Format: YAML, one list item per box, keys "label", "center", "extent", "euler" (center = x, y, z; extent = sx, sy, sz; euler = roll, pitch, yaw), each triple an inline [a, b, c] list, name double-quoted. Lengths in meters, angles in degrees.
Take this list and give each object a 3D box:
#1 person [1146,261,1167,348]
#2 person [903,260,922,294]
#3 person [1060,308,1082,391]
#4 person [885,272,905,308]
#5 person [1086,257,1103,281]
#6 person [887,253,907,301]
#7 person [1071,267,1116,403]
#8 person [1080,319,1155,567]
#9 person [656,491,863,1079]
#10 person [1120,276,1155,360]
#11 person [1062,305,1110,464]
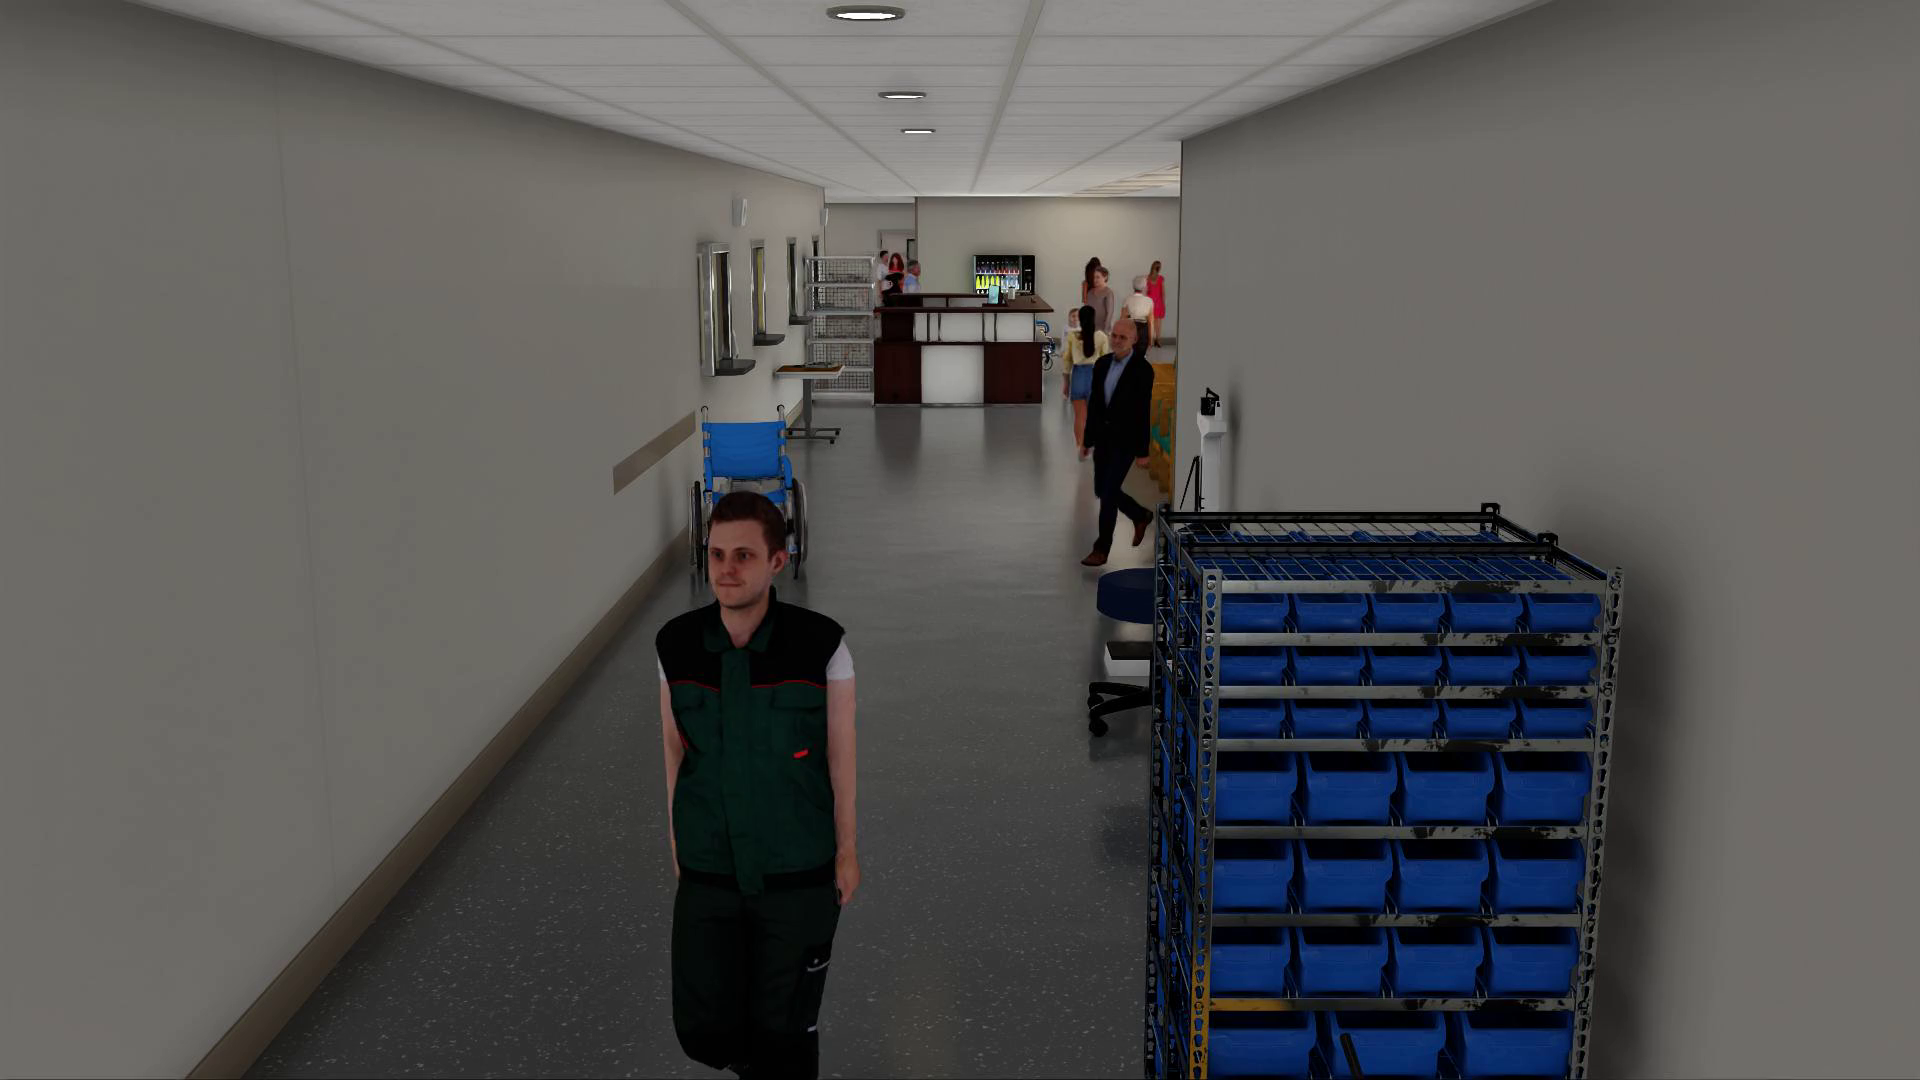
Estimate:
- label: "person"
  center: [3.926, -4.752, 33.459]
  extent: [0.649, 1.728, 0.727]
  euler: [8, 13, 37]
- label: "person"
  center: [-0.919, -3.946, 29.040]
  extent: [1.172, 1.792, 0.756]
  euler: [-1, 11, -5]
- label: "person"
  center: [1.578, -2.656, 23.654]
  extent: [0.664, 1.266, 0.556]
  euler: [0, 11, -1]
- label: "person"
  center: [-1.149, -3.718, 28.339]
  extent: [1.051, 1.606, 0.795]
  euler: [-4, 11, -19]
- label: "person"
  center: [2.648, -4.678, 32.827]
  extent: [0.641, 1.818, 0.739]
  euler: [0, 11, 2]
- label: "person"
  center: [-1.373, -5.424, 36.874]
  extent: [1.135, 1.775, 0.885]
  euler: [3, 11, 15]
- label: "person"
  center: [1.973, -2.800, 22.832]
  extent: [0.991, 1.855, 0.929]
  euler: [-9, 14, -40]
- label: "person"
  center: [1.187, -0.702, 12.011]
  extent: [1.169, 1.767, 1.109]
  euler: [-10, 14, -41]
- label: "person"
  center: [-0.469, 0.810, 4.107]
  extent: [0.813, 1.744, 0.761]
  euler: [1, 11, 7]
- label: "person"
  center: [2.426, -2.716, 22.689]
  extent: [0.698, 1.743, 0.760]
  euler: [-2, 11, -13]
- label: "person"
  center: [1.283, -1.569, 17.017]
  extent: [1.032, 1.604, 0.734]
  euler: [1, 11, 3]
